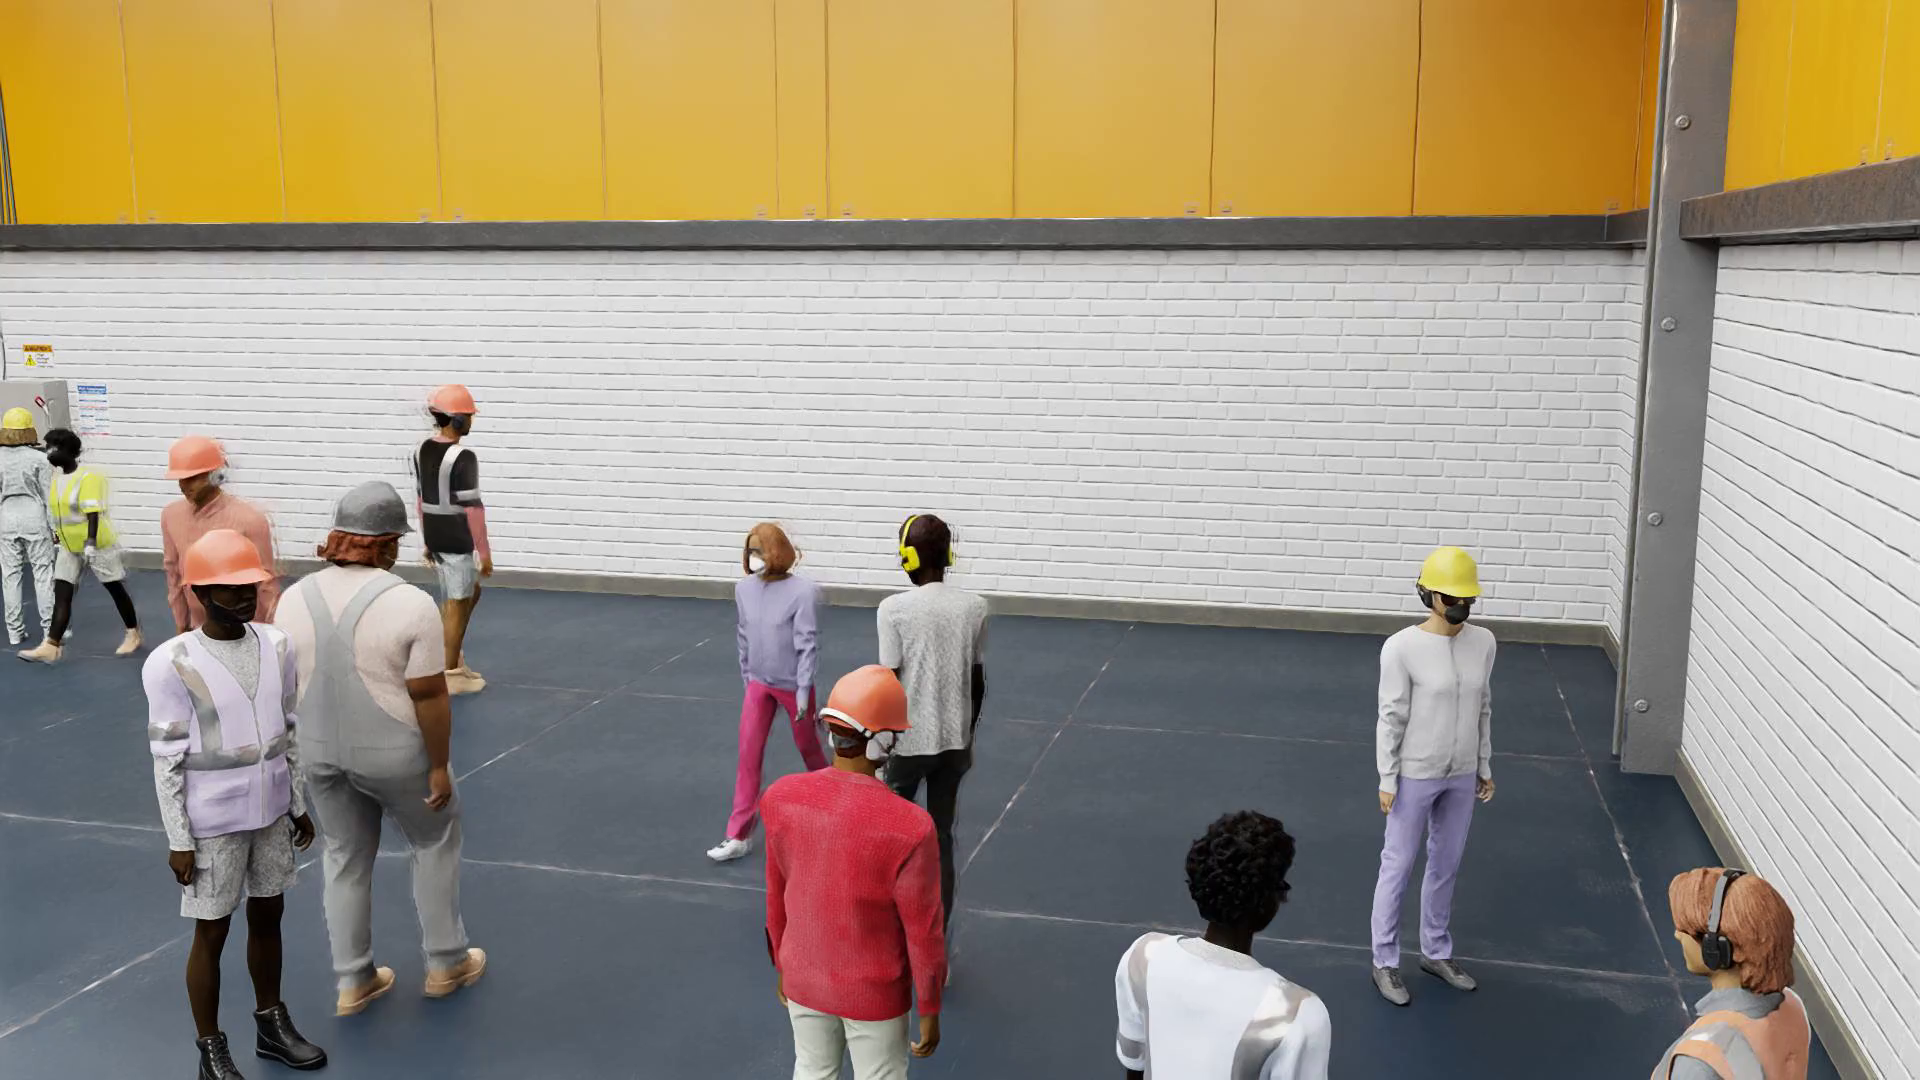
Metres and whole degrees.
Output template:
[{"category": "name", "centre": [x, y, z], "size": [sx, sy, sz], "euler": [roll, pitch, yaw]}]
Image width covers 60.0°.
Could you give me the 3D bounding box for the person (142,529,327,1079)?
[{"category": "person", "centre": [-2.441, 0.921, 5.643], "size": [0.354, 1.942, 0.545], "euler": [5, 11, 29]}]

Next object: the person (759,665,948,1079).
[{"category": "person", "centre": [-0.278, 1.199, 4.603], "size": [0.575, 1.739, 0.351], "euler": [5, 11, 29]}]

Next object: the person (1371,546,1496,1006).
[{"category": "person", "centre": [1.824, 0.890, 6.342], "size": [0.533, 1.767, 0.326], "euler": [-4, 10, -23]}]

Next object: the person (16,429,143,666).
[{"category": "person", "centre": [-6.144, 0.051, 11.593], "size": [0.607, 1.636, 0.869], "euler": [4, 11, 24]}]

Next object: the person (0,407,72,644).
[{"category": "person", "centre": [-6.883, -0.104, 12.262], "size": [0.492, 1.742, 0.318], "euler": [-1, 10, -7]}]

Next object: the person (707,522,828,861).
[{"category": "person", "centre": [-0.876, 0.700, 7.974], "size": [0.515, 1.587, 0.848], "euler": [5, 11, 28]}]

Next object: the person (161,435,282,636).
[{"category": "person", "centre": [-3.743, 0.416, 8.553], "size": [0.648, 1.963, 0.678], "euler": [3, 10, 18]}]

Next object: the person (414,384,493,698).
[{"category": "person", "centre": [-3.200, 0.009, 10.743], "size": [0.524, 2.029, 0.636], "euler": [-9, 13, -43]}]

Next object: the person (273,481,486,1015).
[{"category": "person", "centre": [-2.177, 0.764, 6.276], "size": [0.708, 2.000, 0.610], "euler": [2, 10, 11]}]

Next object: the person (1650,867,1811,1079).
[{"category": "person", "centre": [1.544, 1.462, 3.389], "size": [0.312, 1.629, 0.516], "euler": [9, 13, 42]}]

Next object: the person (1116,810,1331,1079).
[{"category": "person", "centre": [0.554, 1.404, 3.549], "size": [0.319, 1.687, 0.539], "euler": [-9, 13, -44]}]

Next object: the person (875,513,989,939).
[{"category": "person", "centre": [-0.137, 0.818, 6.540], "size": [0.553, 1.837, 0.452], "euler": [-5, 11, -27]}]
